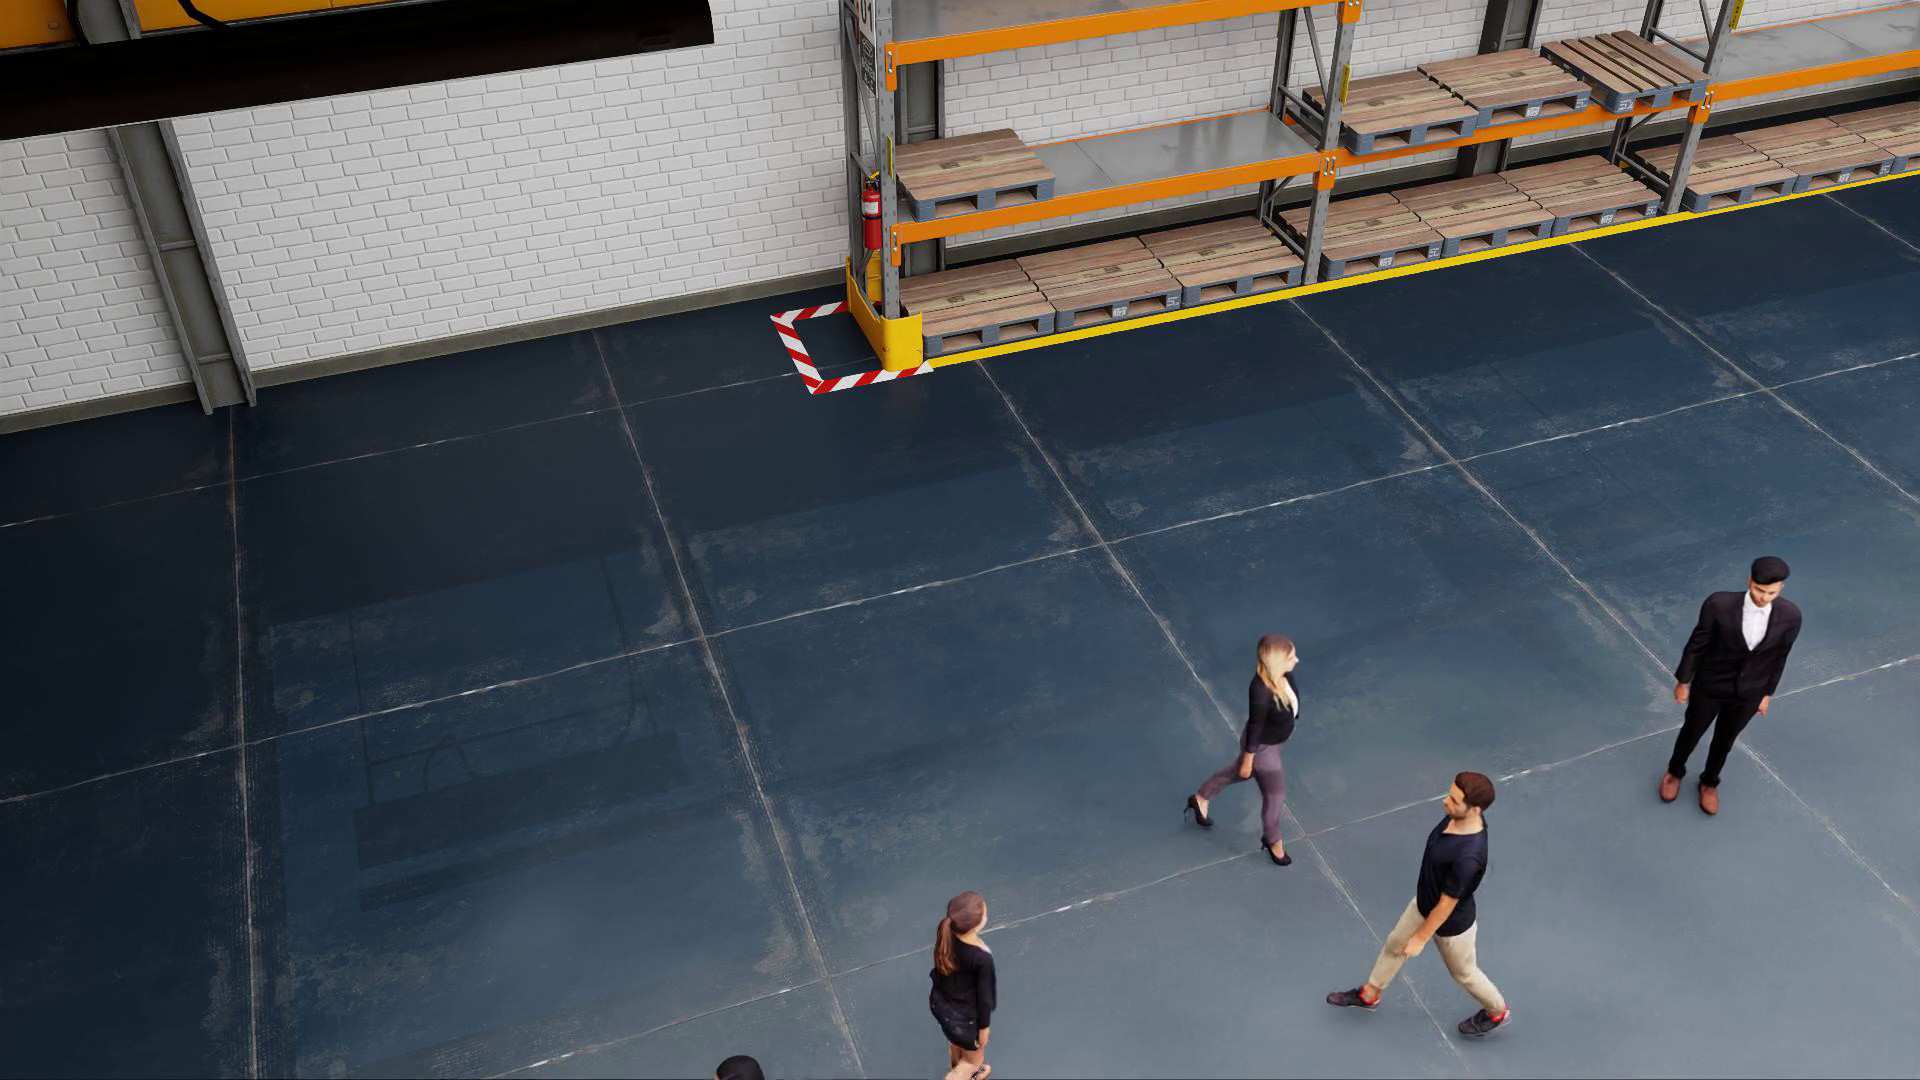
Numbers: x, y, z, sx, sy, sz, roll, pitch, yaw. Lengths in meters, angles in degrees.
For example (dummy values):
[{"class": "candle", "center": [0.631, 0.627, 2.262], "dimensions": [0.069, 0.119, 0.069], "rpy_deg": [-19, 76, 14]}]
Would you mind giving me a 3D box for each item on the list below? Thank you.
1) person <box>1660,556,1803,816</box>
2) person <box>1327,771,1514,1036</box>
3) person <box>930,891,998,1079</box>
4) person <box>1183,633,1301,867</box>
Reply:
[{"class": "person", "center": [4.497, 0.813, 9.720], "dimensions": [0.734, 1.876, 0.838], "rpy_deg": [11, 40, 13]}, {"class": "person", "center": [2.555, 1.897, 8.413], "dimensions": [1.280, 1.815, 0.967], "rpy_deg": [2, 39, 2]}, {"class": "person", "center": [-0.045, 2.312, 8.111], "dimensions": [0.903, 1.544, 0.731], "rpy_deg": [-31, 48, -33]}, {"class": "person", "center": [1.631, 1.144, 9.482], "dimensions": [1.014, 1.657, 0.920], "rpy_deg": [13, 40, 16]}]
